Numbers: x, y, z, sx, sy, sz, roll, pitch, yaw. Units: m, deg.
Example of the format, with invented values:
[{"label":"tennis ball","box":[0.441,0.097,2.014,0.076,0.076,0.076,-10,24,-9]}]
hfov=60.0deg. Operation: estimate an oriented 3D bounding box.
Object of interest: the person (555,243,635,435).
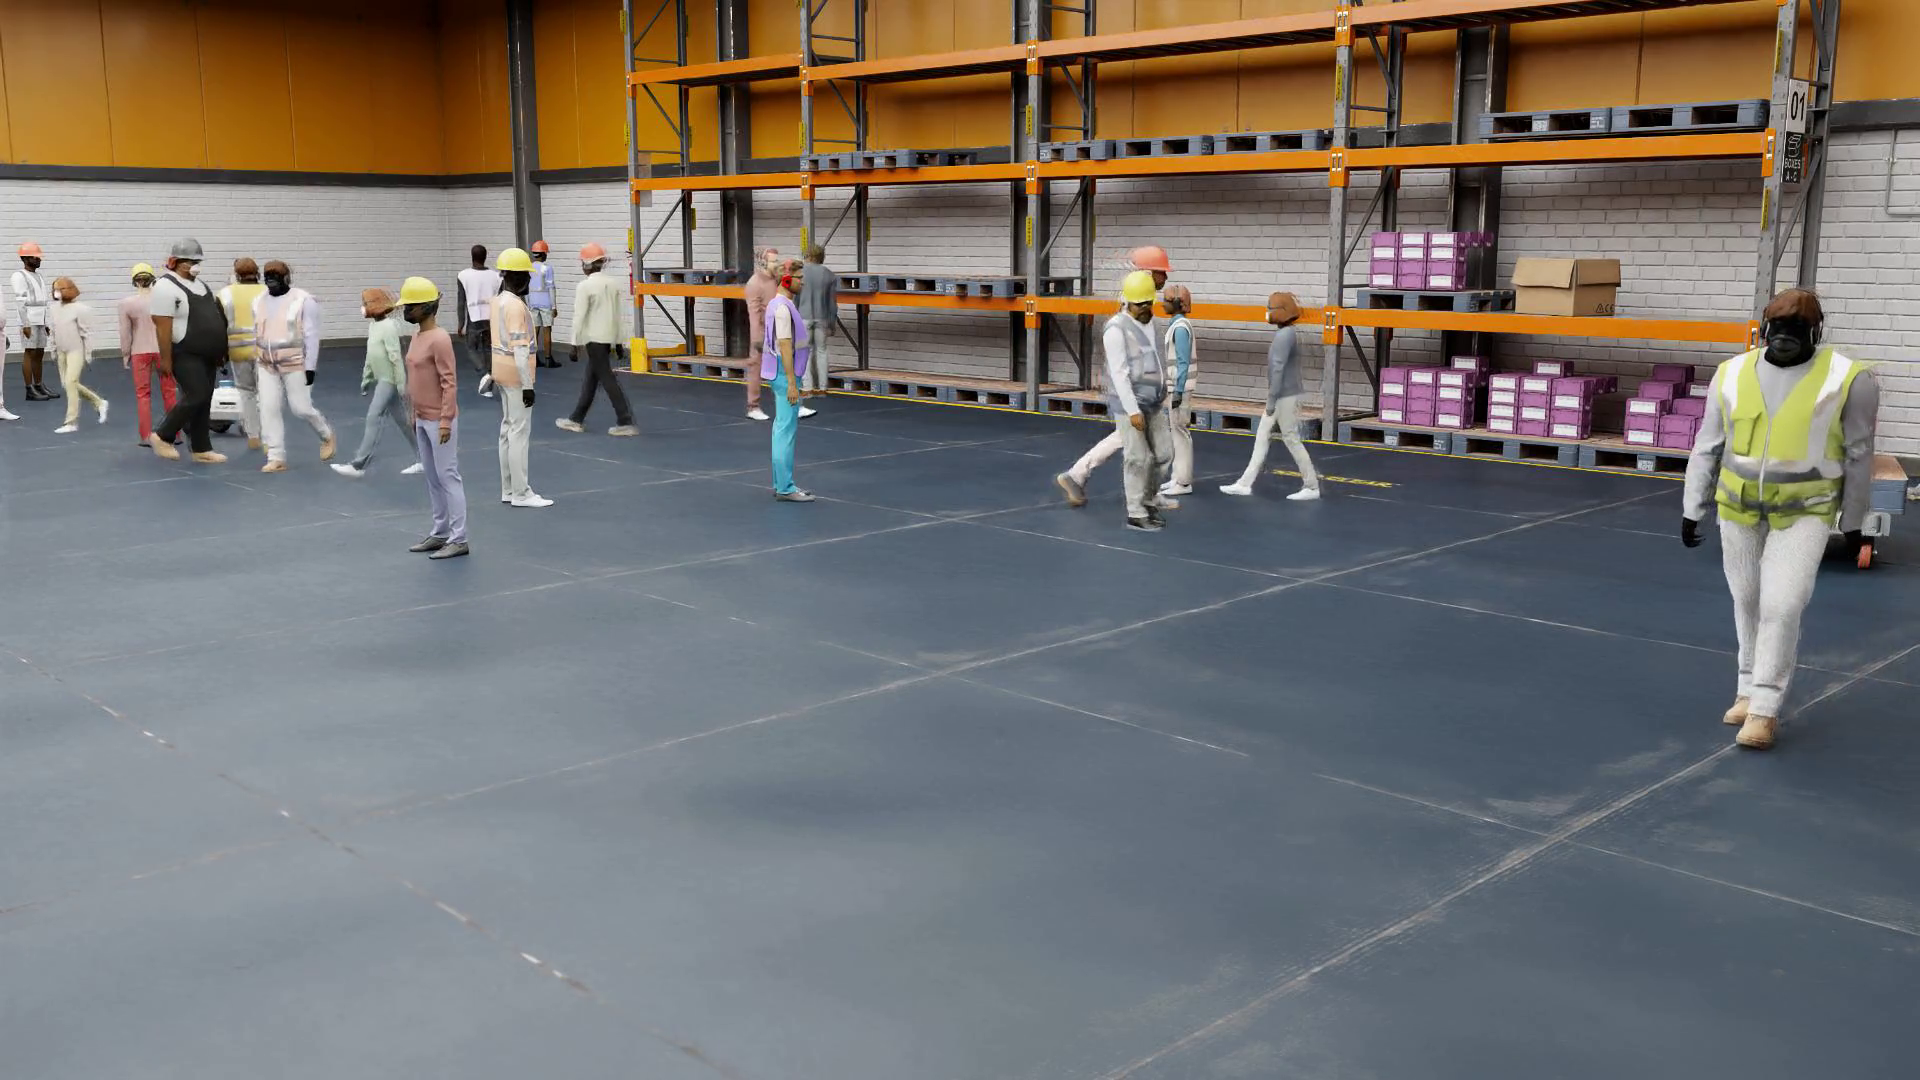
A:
[{"label":"person","box":[-3.723,-2.033,16.914,1.014,1.940,0.637,4,11,21]}]

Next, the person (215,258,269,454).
[{"label":"person","box":[-6.608,-1.734,15.647,0.664,1.798,0.885,-3,11,-18]}]

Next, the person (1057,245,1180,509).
[{"label":"person","box":[1.177,-1.174,12.210,0.853,1.963,0.631,1,10,6]}]

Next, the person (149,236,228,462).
[{"label":"person","box":[-6.791,-1.682,14.715,0.583,2.000,0.685,1,10,3]}]

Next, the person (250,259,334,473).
[{"label":"person","box":[-5.795,-1.508,14.380,0.643,1.821,0.665,2,11,9]}]

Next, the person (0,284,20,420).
[{"label":"person","box":[-10.559,-2.227,18.052,0.408,1.906,0.653,1,10,6]}]

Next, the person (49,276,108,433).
[{"label":"person","box":[-9.182,-1.936,17.264,0.510,1.610,0.684,4,11,22]}]

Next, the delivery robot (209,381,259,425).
[{"label":"delivery robot","box":[-7.414,-1.368,16.802,0.707,0.478,0.477,2,11,9]}]

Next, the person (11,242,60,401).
[{"label":"person","box":[-11.374,-2.685,20.460,0.369,1.939,0.542,0,10,-1]}]

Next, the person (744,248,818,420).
[{"label":"person","box":[-1.986,-2.215,18.072,0.915,1.865,0.681,7,13,34]}]

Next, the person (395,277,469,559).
[{"label":"person","box":[-3.331,-0.761,10.448,0.329,1.765,0.533,-8,13,-37]}]

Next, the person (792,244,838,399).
[{"label":"person","box":[-1.821,-2.692,20.639,0.667,1.918,0.346,-4,11,-20]}]

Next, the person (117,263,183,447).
[{"label":"person","box":[-7.767,-1.771,15.974,0.522,1.761,0.321,-6,12,-29]}]

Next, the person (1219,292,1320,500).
[{"label":"person","box":[2.426,-1.104,12.788,0.777,1.591,0.519,2,11,10]}]

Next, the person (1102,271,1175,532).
[{"label":"person","box":[1.224,-0.925,11.299,0.423,1.787,0.635,9,14,42]}]

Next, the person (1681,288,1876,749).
[{"label":"person","box":[3.203,-0.086,6.640,0.664,1.808,0.779,10,15,44]}]

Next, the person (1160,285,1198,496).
[{"label":"person","box":[1.697,-1.166,12.998,0.310,1.638,0.523,1,10,4]}]

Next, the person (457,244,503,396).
[{"label":"person","box":[-5.974,-2.735,20.814,0.611,1.906,0.485,-7,13,-35]}]

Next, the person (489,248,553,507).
[{"label":"person","box":[-3.303,-1.206,12.428,0.361,1.929,0.587,-6,12,-29]}]

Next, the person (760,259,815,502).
[{"label":"person","box":[-1.328,-1.213,12.686,0.389,1.846,0.567,-2,11,-10]}]

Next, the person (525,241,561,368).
[{"label":"person","box":[-6.397,-3.604,25.476,0.551,1.936,0.357,5,11,23]}]

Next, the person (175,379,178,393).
[{"label":"person","box":[-10.121,-2.774,21.596,0.490,1.697,0.898,-2,11,-11]}]

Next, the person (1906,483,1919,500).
[{"label":"person","box":[7.467,-1.110,12.216,0.619,1.836,0.982,-6,12,-30]}]

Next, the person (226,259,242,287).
[{"label":"person","box":[-11.627,-3.737,27.004,0.520,1.645,0.307,-1,10,-4]}]

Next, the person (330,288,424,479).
[{"label":"person","box":[-4.862,-1.307,13.915,0.861,1.583,0.505,-6,12,-31]}]
